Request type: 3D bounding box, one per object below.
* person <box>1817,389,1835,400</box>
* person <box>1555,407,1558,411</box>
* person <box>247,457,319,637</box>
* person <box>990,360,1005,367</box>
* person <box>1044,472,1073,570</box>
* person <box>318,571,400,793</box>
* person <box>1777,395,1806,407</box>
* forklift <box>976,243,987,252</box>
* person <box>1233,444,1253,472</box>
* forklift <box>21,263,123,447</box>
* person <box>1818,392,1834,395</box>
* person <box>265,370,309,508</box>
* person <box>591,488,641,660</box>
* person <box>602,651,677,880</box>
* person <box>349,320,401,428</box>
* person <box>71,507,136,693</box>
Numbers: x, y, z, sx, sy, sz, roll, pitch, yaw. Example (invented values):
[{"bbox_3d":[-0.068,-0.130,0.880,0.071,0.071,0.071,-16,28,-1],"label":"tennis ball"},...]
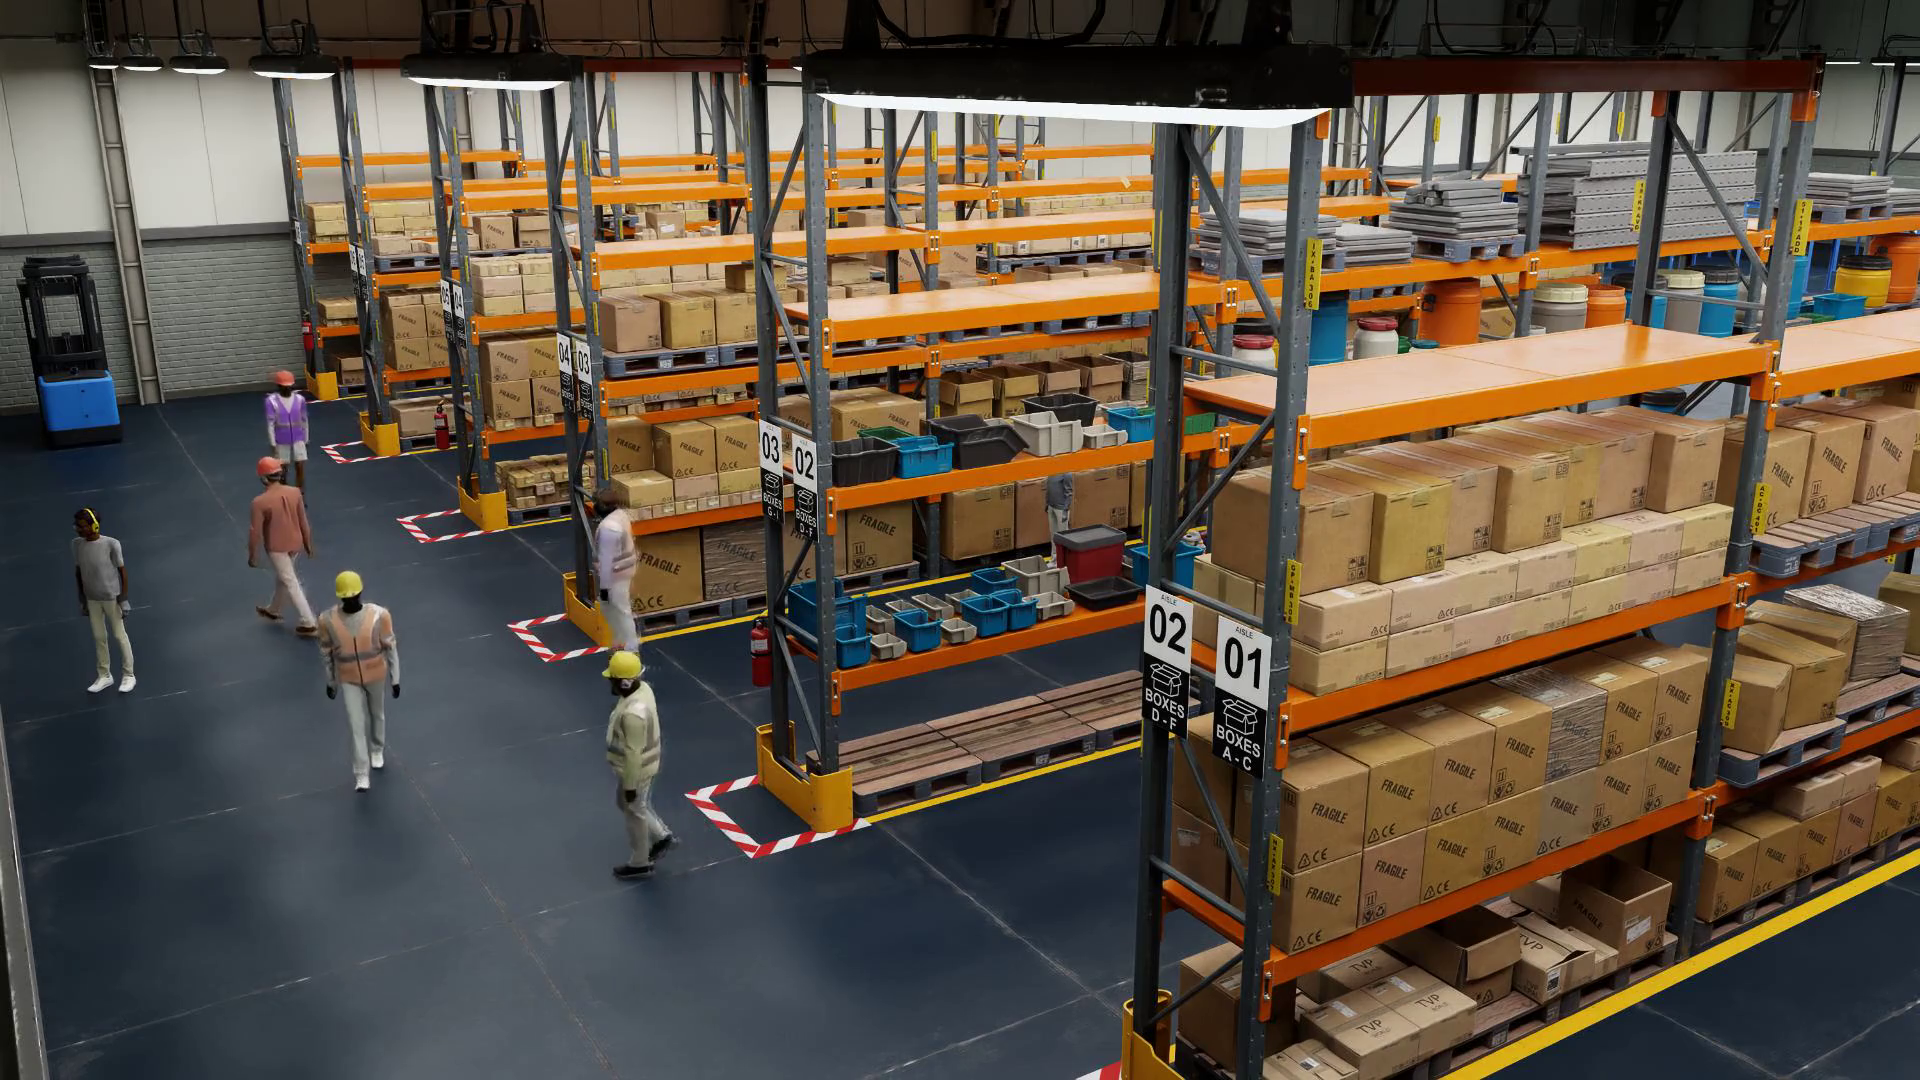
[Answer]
[{"bbox_3d":[12.273,-1.503,22.491,0.377,1.677,0.551,0,17,0],"label":"person"},{"bbox_3d":[10.324,-3.247,27.813,0.575,1.910,0.783,-10,20,-30],"label":"person"},{"bbox_3d":[-7.334,0.059,16.933,1.012,1.937,0.644,8,19,24],"label":"person"},{"bbox_3d":[0.632,-1.636,22.582,0.539,1.881,0.685,1,17,3],"label":"person"},{"bbox_3d":[1.168,-0.383,18.898,0.286,1.636,0.500,-9,19,-27],"label":"person"},{"bbox_3d":[-5.081,1.168,13.401,0.609,1.870,0.974,-5,18,-17],"label":"person"},{"bbox_3d":[12.799,-2.190,24.488,0.592,1.832,0.404,2,17,7],"label":"person"},{"bbox_3d":[0.988,-5.474,34.718,1.214,2.155,2.313,-10,20,-31],"label":"forklift"},{"bbox_3d":[3.203,-0.213,18.009,0.935,1.825,0.536,-12,21,-34],"label":"person"},{"bbox_3d":[-14.518,-3.079,25.708,1.129,2.768,1.873,-10,20,-31],"label":"forklift"},{"bbox_3d":[15.928,-3.529,28.721,0.656,1.922,0.433,15,22,40],"label":"person"},{"bbox_3d":[-9.289,-1.420,21.824,0.570,1.921,0.686,-12,21,-35],"label":"person"},{"bbox_3d":[-3.544,0.371,16.126,0.544,1.807,0.727,0,17,0],"label":"person"},{"bbox_3d":[-2.445,1.680,11.809,0.414,1.822,0.615,-2,17,-6],"label":"person"},{"bbox_3d":[-9.683,-2.747,26.232,0.965,1.879,0.597,-10,19,-29],"label":"person"},{"bbox_3d":[-8.338,0.581,15.354,0.519,1.865,0.335,1,17,4],"label":"person"}]
